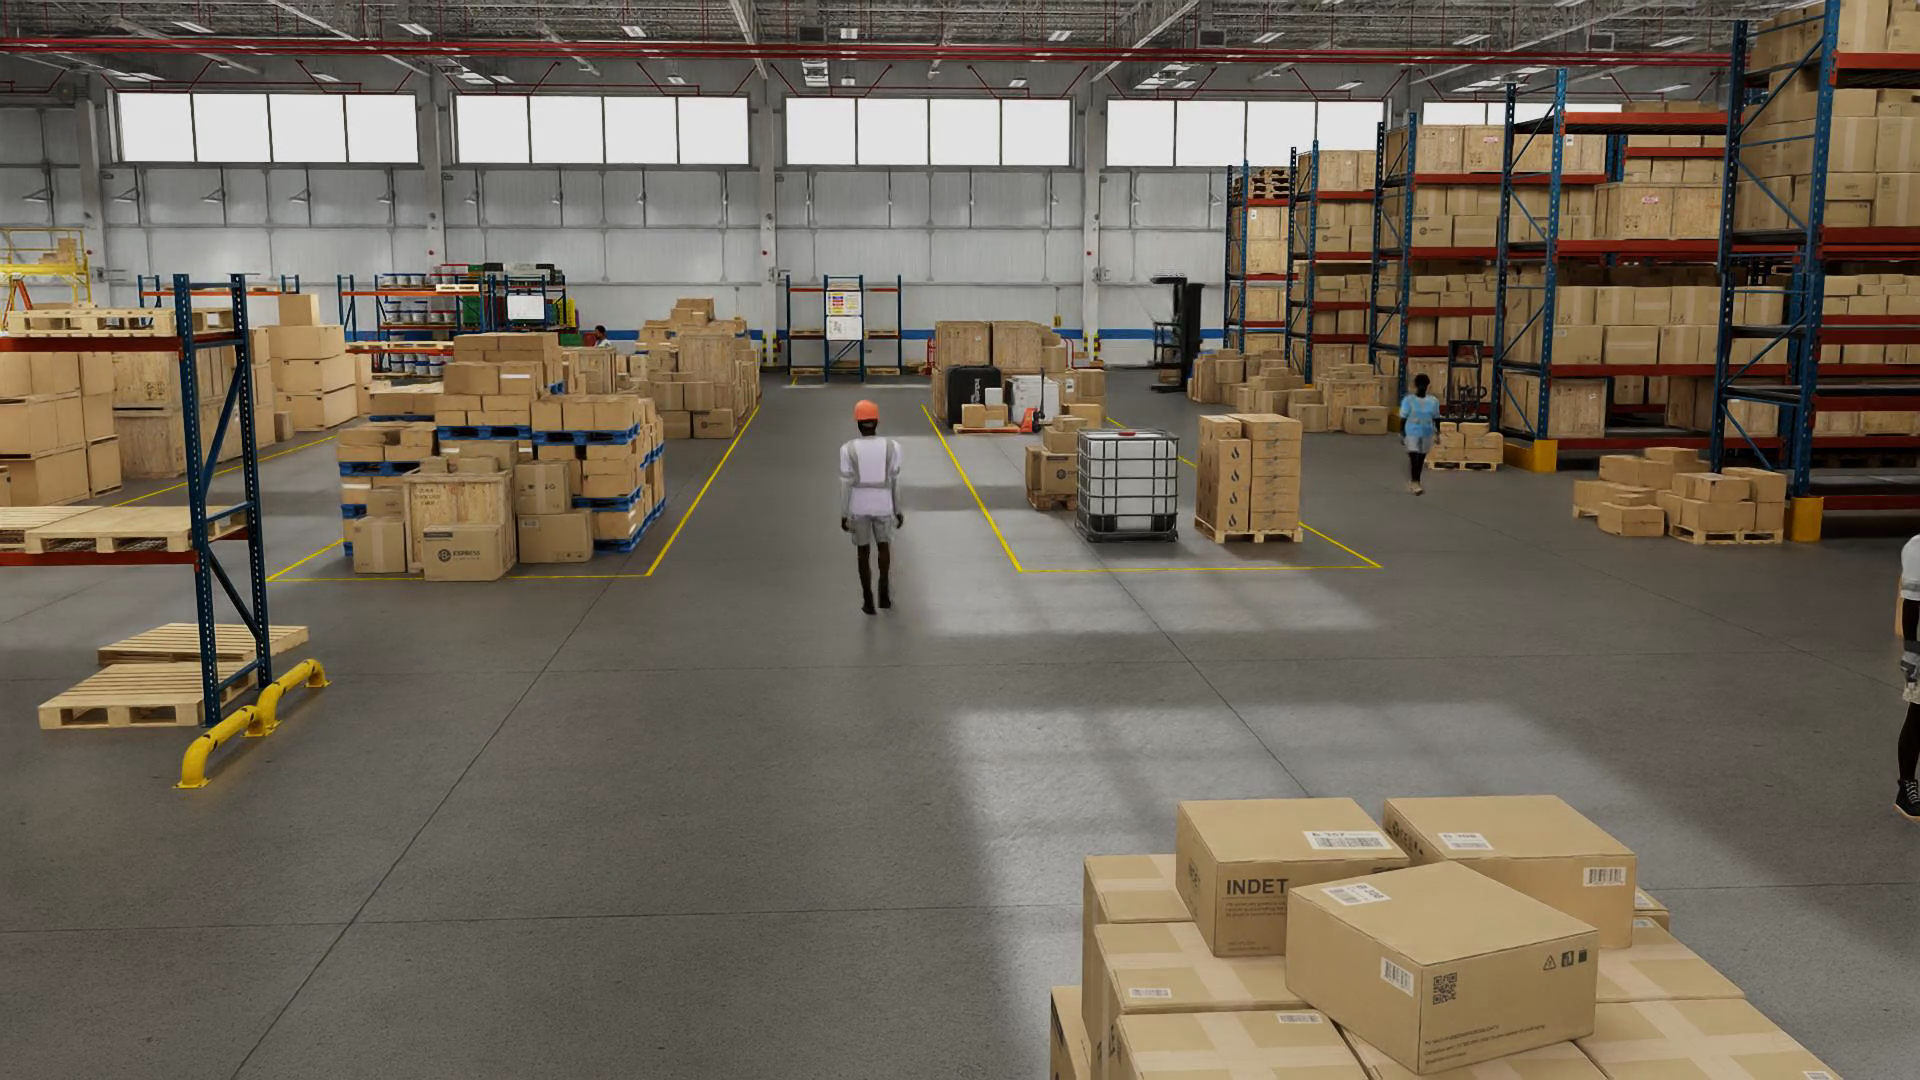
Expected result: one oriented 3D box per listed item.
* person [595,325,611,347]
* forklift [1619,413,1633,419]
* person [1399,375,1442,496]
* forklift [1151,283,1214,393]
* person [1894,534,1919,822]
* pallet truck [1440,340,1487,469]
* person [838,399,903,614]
[{"bbox_3d":[-7.890,-3.787,36.822,0.396,1.919,0.590,-6,11,-35],"label":"person"},{"bbox_3d":[13.358,-4.014,35.233,1.129,2.768,1.873,-1,9,-4],"label":"forklift"},{"bbox_3d":[6.328,-1.430,22.814,0.550,1.646,0.861,-1,9,-4],"label":"person"},{"bbox_3d":[5.934,-5.174,42.519,1.873,2.768,1.129,-1,9,-4],"label":"forklift"},{"bbox_3d":[5.494,0.586,9.225,0.610,1.962,0.363,-2,9,-12],"label":"person"},{"bbox_3d":[8.004,-2.170,26.422,0.823,1.965,1.885,2,9,14],"label":"pallet truck"},{"bbox_3d":[-0.799,-0.291,14.850,0.582,1.922,0.397,-2,9,-10],"label":"person"}]
